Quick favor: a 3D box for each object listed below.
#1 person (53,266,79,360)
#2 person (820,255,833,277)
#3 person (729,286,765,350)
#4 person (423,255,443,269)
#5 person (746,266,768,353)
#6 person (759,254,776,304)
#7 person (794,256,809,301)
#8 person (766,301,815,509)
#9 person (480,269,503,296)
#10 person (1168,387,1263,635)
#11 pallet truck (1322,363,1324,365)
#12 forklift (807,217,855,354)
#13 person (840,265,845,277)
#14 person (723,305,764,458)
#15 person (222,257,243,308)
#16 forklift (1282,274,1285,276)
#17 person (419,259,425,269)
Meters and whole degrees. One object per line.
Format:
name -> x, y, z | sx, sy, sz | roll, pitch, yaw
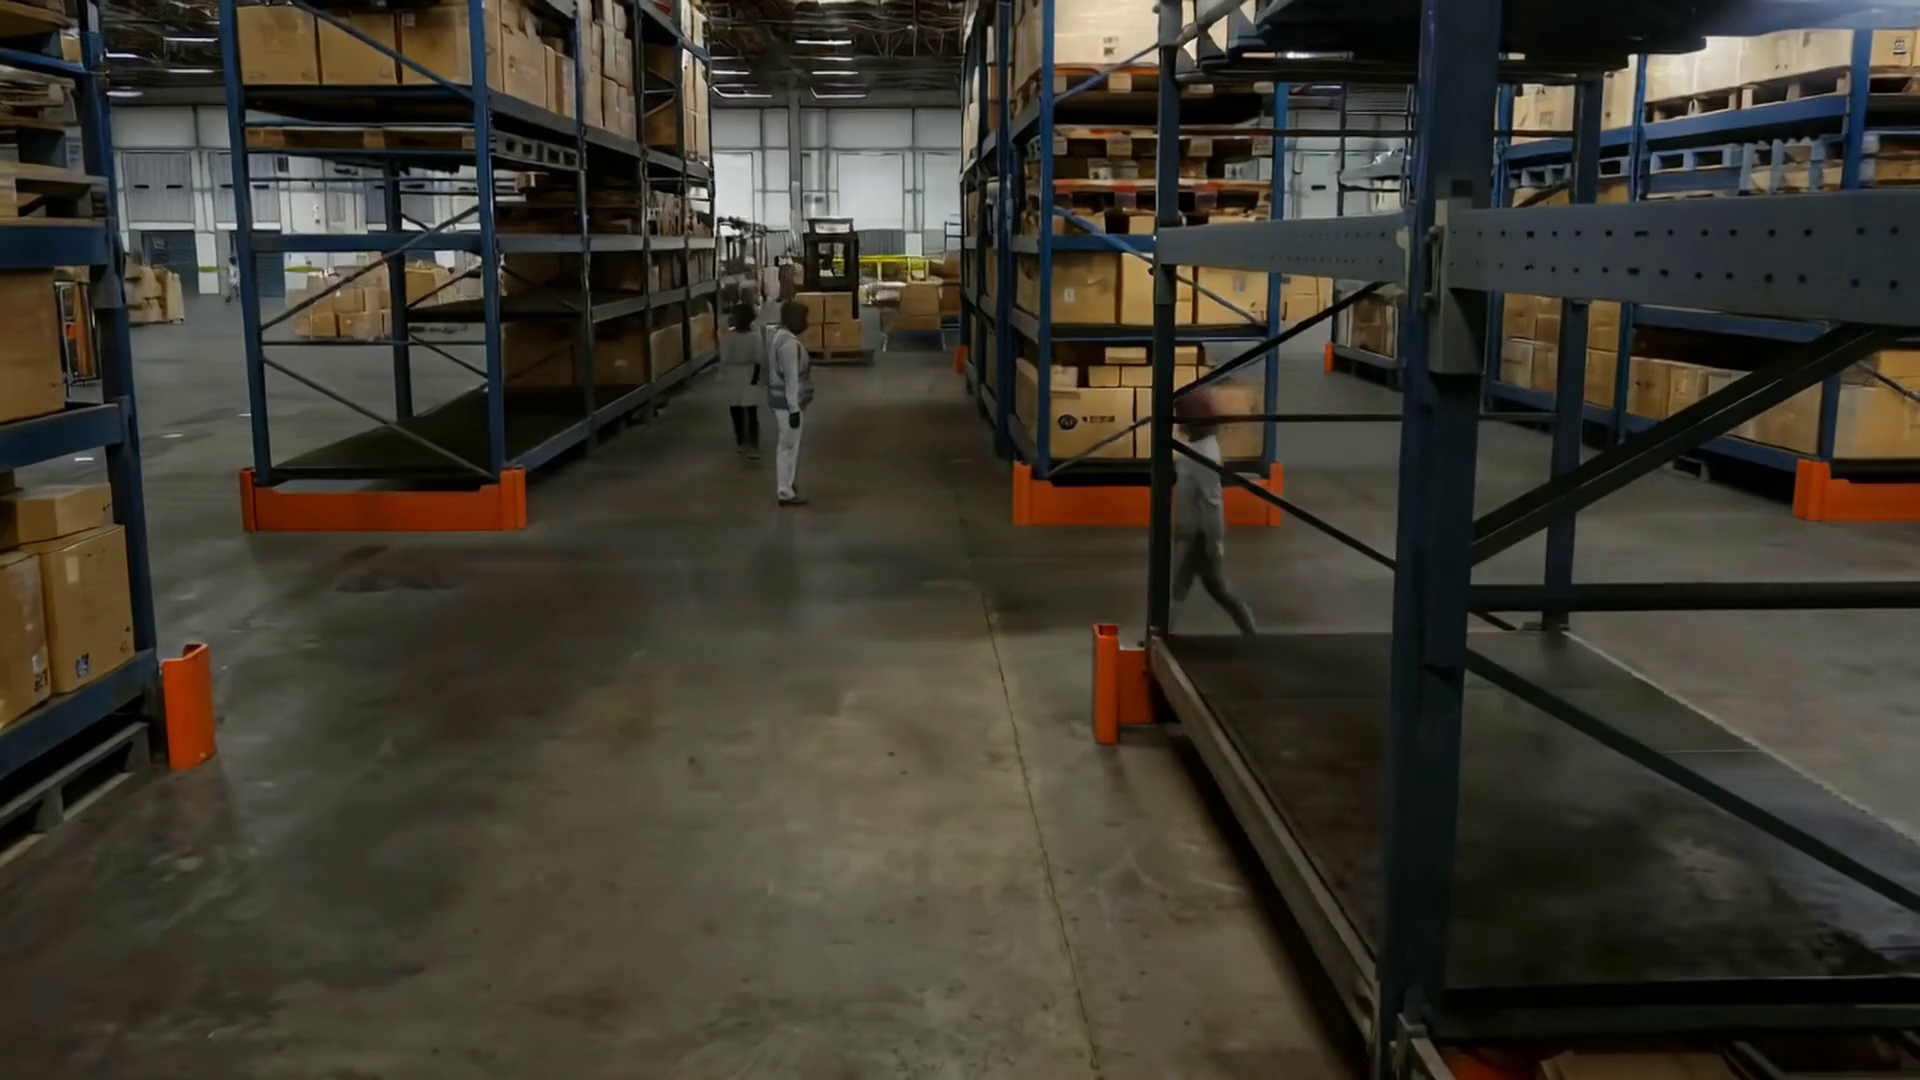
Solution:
person -> -17.722, -4.527, 32.967 | 0.552, 1.936, 0.358 | -6, 12, -30
person -> -3.703, -6.912, 46.193 | 0.386, 1.956, 0.610 | -5, 11, -26
person -> -3.238, -3.035, 25.379 | 0.542, 1.684, 0.566 | -1, 10, -5
person -> -16.631, -8.058, 52.700 | 0.662, 1.914, 0.663 | -9, 14, -42
person -> -4.379, -4.812, 34.883 | 0.849, 1.836, 0.516 | -8, 13, -37
person -> -7.194, -9.774, 62.323 | 0.544, 1.886, 0.937 | -9, 13, -40
person -> -5.162, -8.502, 55.289 | 1.029, 1.865, 0.586 | 3, 11, 17
person -> -1.485, -1.180, 14.638 | 0.430, 1.832, 0.633 | -2, 10, -12
person -> -13.950, -7.479, 49.549 | 0.639, 1.894, 1.014 | -4, 11, -21
person -> 1.303, -0.018, 8.879 | 0.871, 1.602, 0.497 | 0, 10, 0
pallet truck -> 7.712, -4.157, 30.737 | 1.885, 1.965, 0.823 | 3, 11, 16
forklift -> -2.598, -5.167, 33.906 | 1.129, 2.768, 1.873 | 0, 10, -2
person -> -3.891, -8.997, 58.260 | 0.931, 1.797, 0.530 | 7, 12, 32
person -> -2.383, -1.726, 18.129 | 0.665, 1.671, 0.324 | 10, 14, 44
person -> -25.570, -9.046, 58.526 | 0.931, 1.806, 0.637 | 0, 10, 1
forklift -> 12.240, -10.302, 62.509 | 1.129, 2.768, 1.873 | 0, 10, -2
person -> -20.276, -9.761, 62.795 | 0.315, 1.696, 0.540 | 0, 10, 2
